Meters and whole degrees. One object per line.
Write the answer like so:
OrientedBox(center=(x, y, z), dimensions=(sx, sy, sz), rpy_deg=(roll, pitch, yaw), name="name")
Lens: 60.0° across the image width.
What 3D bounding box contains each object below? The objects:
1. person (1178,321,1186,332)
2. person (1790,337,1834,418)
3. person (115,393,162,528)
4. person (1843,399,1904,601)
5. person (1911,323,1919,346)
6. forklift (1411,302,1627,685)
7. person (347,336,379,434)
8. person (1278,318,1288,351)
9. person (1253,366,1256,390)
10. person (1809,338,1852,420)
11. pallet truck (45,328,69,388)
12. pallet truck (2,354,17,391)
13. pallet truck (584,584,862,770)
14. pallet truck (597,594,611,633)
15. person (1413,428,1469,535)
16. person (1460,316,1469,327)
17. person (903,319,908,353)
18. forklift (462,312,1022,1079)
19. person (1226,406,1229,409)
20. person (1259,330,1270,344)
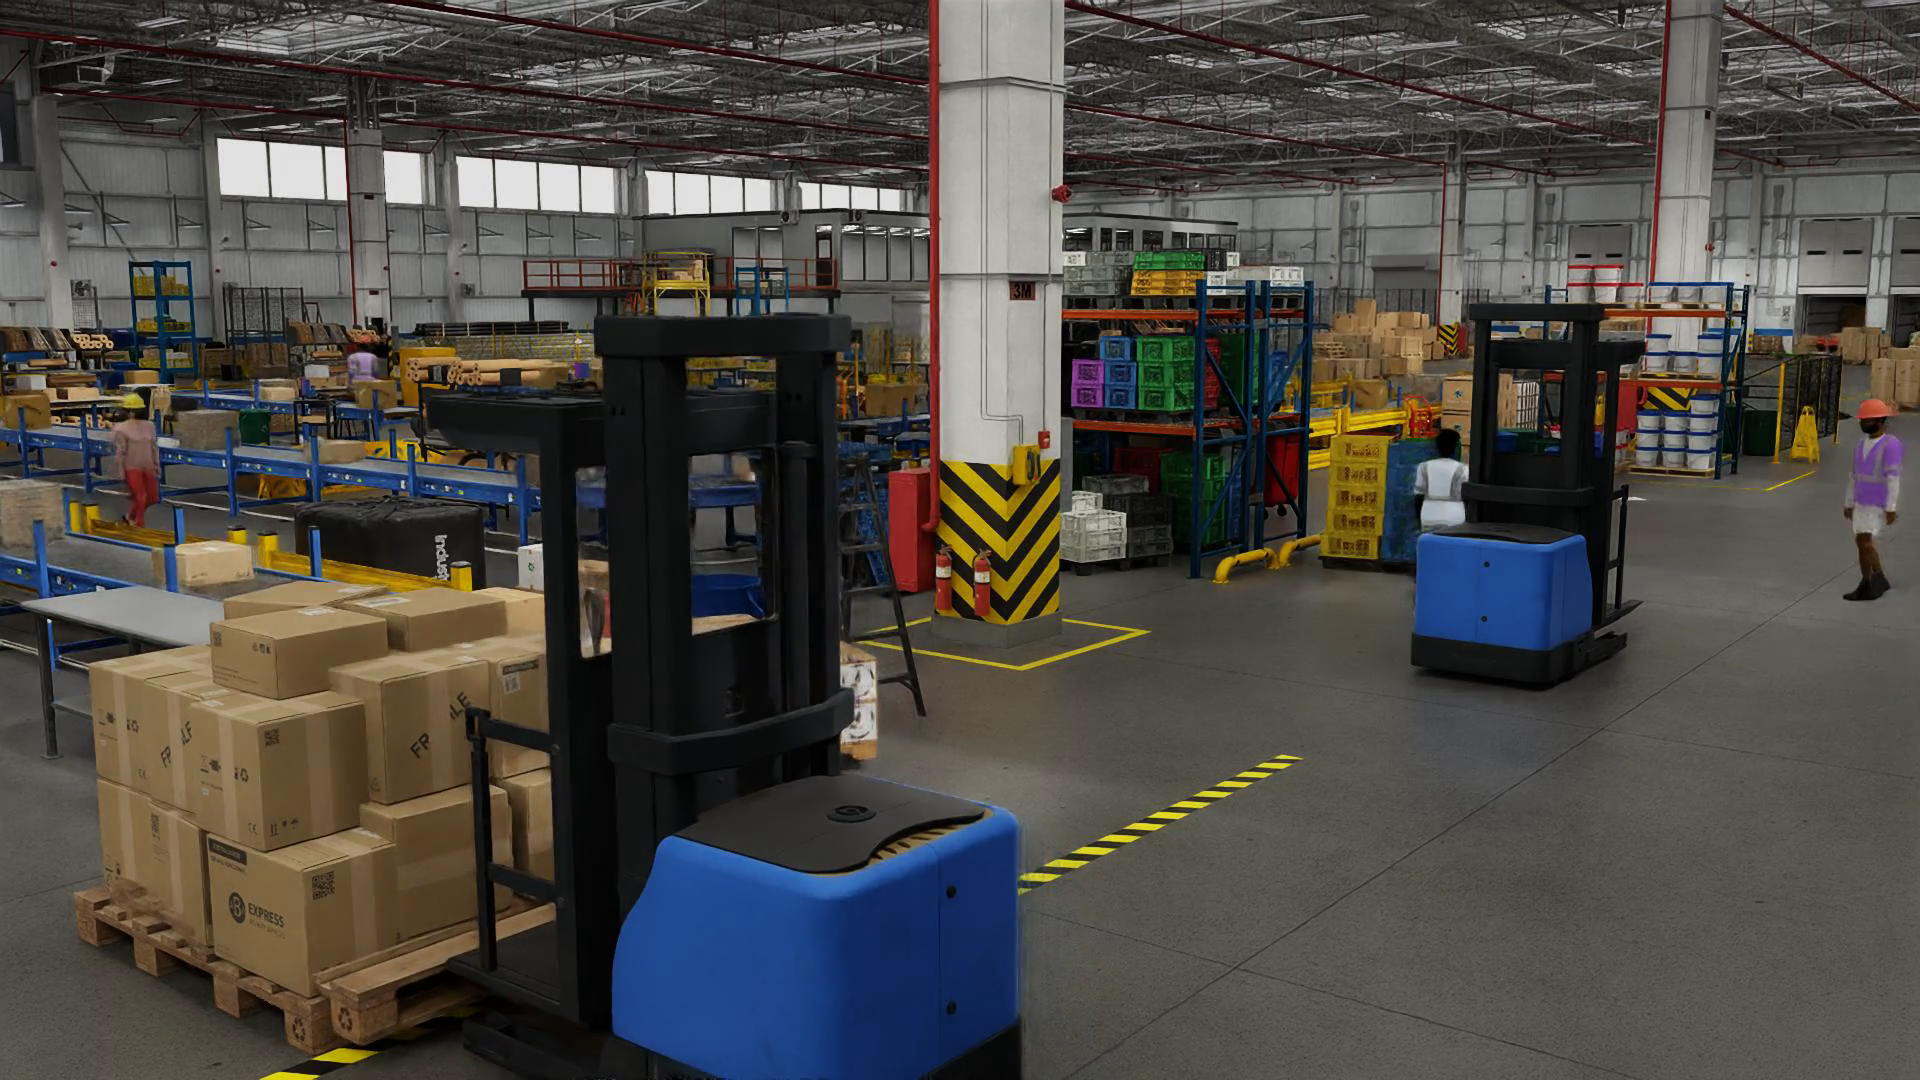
OrientedBox(center=(7.564, -6.543, 57.152), dimensions=(0.618, 1.951, 0.571), rpy_deg=(-2, 9, -13), name="person")
OrientedBox(center=(19.972, -3.805, 38.916), dimensions=(0.962, 1.903, 0.549), rpy_deg=(6, 11, 37), name="person")
OrientedBox(center=(-9.570, -0.834, 19.287), dimensions=(0.537, 1.756, 0.527), rpy_deg=(4, 9, 25), name="person")
OrientedBox(center=(8.494, -0.361, 15.554), dimensions=(0.409, 1.917, 0.564), rpy_deg=(-1, 9, -8), name="person")
OrientedBox(center=(34.274, -6.841, 59.524), dimensions=(0.429, 1.838, 0.621), rpy_deg=(2, 9, 16), name="person")
OrientedBox(center=(4.379, -0.438, 12.852), dimensions=(1.129, 2.768, 1.873), rpy_deg=(7, 11, 37), name="forklift")
OrientedBox(center=(-12.403, -3.201, 34.435), dimensions=(0.612, 2.004, 0.602), rpy_deg=(7, 11, 40), name="person")
OrientedBox(center=(15.385, -9.802, 79.105), dimensions=(0.618, 1.945, 0.395), rpy_deg=(-3, 9, -18), name="person")
OrientedBox(center=(5.644, -2.806, 32.454), dimensions=(0.602, 1.806, 0.838), rpy_deg=(8, 11, 42), name="person")
OrientedBox(center=(19.896, -3.678, 38.040), dimensions=(0.989, 1.888, 0.567), rpy_deg=(5, 10, 33), name="person")
OrientedBox(center=(-23.775, -4.544, 43.495), dimensions=(1.885, 1.965, 0.823), rpy_deg=(6, 10, 35), name="pallet truck")
OrientedBox(center=(-24.881, -4.417, 42.634), dimensions=(1.885, 1.965, 0.823), rpy_deg=(8, 11, 41), name="pallet truck")
OrientedBox(center=(-1.426, 0.805, 10.019), dimensions=(1.601, 1.201, 0.680), rpy_deg=(-4, 9, -26), name="pallet truck")
OrientedBox(center=(-3.115, 0.344, 12.883), dimensions=(0.653, 1.274, 1.630), rpy_deg=(7, 11, 37), name="pallet truck")
OrientedBox(center=(4.386, -0.171, 15.063), dimensions=(0.531, 1.680, 0.366), rpy_deg=(7, 11, 39), name="person")
OrientedBox(center=(24.282, -9.908, 80.304), dimensions=(0.913, 1.813, 0.642), rpy_deg=(-2, 9, -14), name="person")
OrientedBox(center=(-2.430, -9.069, 74.458), dimensions=(0.653, 1.861, 0.998), rpy_deg=(4, 9, 24), name="person")
OrientedBox(center=(-0.796, 0.585, 5.952), dimensions=(1.873, 2.768, 1.129), rpy_deg=(7, 11, 37), name="forklift")
OrientedBox(center=(4.968, -2.336, 29.819), dimensions=(0.500, 1.636, 0.282), rpy_deg=(-6, 10, -36), name="person")
OrientedBox(center=(13.161, -8.616, 71.862), dimensions=(0.487, 1.718, 0.777), rpy_deg=(2, 9, 12), name="person")
